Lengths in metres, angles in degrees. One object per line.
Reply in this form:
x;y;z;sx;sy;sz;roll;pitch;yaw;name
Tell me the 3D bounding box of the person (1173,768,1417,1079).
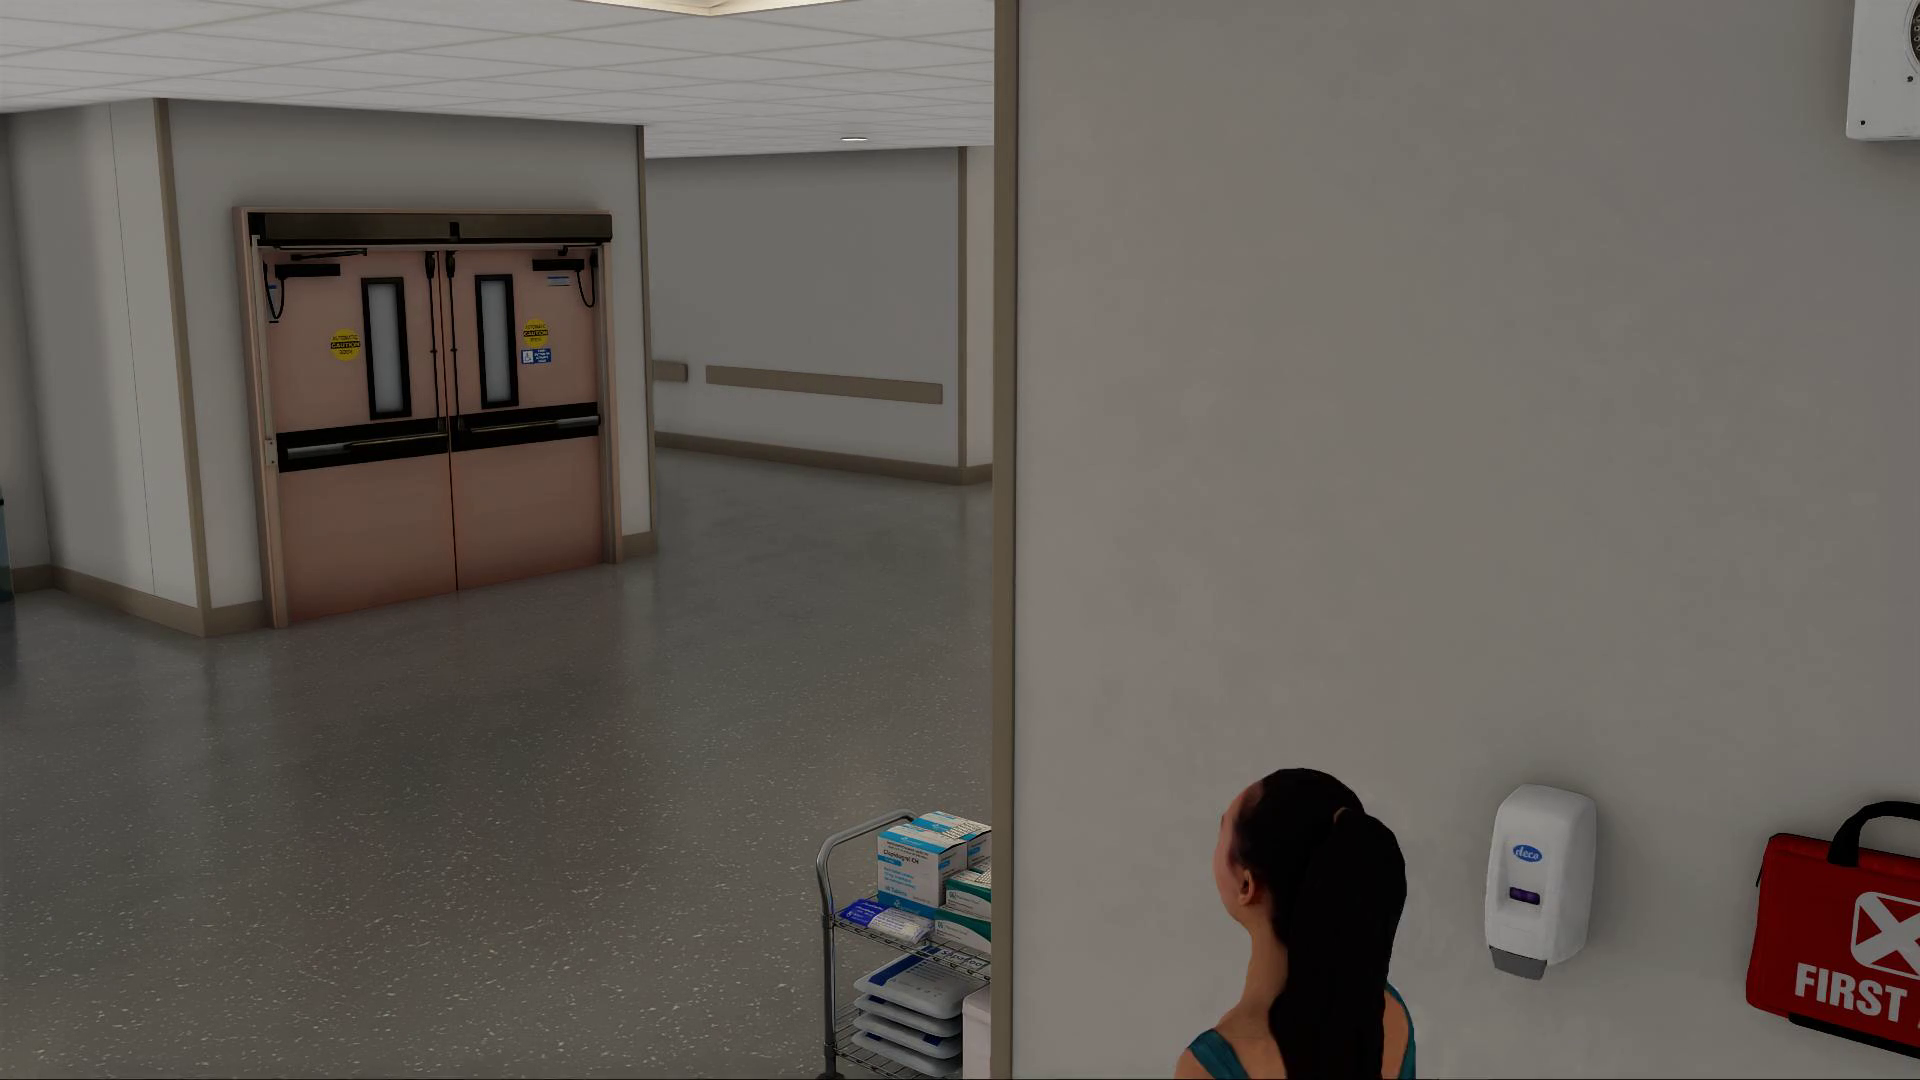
0.444;1.135;2.048;1.013;1.635;0.769;-8;14;-37;person
